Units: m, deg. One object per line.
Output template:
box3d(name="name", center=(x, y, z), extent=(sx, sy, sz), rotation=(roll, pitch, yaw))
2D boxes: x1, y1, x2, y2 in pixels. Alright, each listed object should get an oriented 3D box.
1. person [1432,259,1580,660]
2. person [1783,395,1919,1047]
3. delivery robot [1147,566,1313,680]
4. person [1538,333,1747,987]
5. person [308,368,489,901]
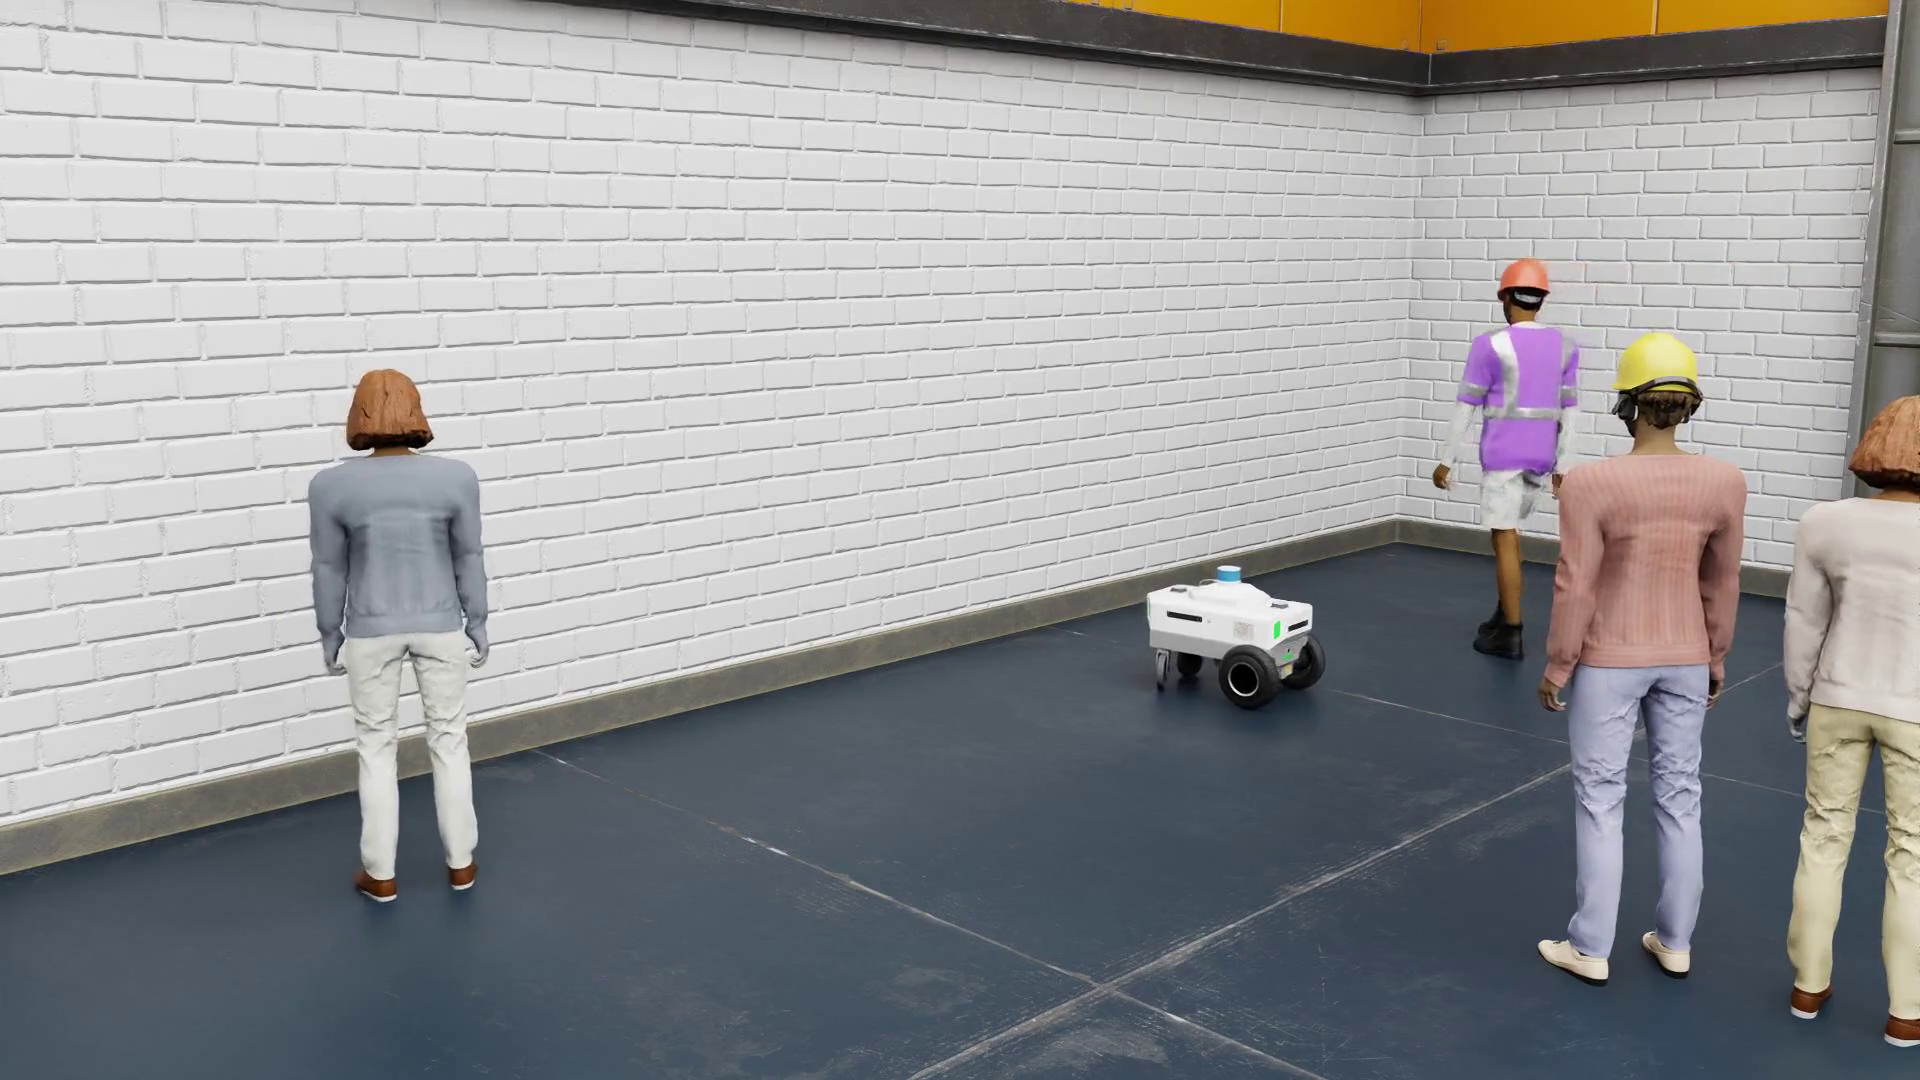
box3d(name="person", center=(2.639, -0.392, 8.039), extent=(0.580, 1.901, 0.590), rotation=(-4, 11, -19))
box3d(name="person", center=(2.333, 0.450, 4.201), extent=(0.285, 1.631, 0.501), rotation=(-9, 14, -41))
box3d(name="delivery robot", center=(1.188, 0.358, 7.388), extent=(0.707, 0.478, 0.477), rotation=(9, 13, 39))
box3d(name="person", center=(1.825, 0.329, 4.501), extent=(0.535, 1.767, 0.315), rotation=(-1, 10, -8))
box3d(name="person", center=(-1.705, 0.293, 5.089), extent=(0.504, 1.626, 0.283), rotation=(-4, 11, -19))
